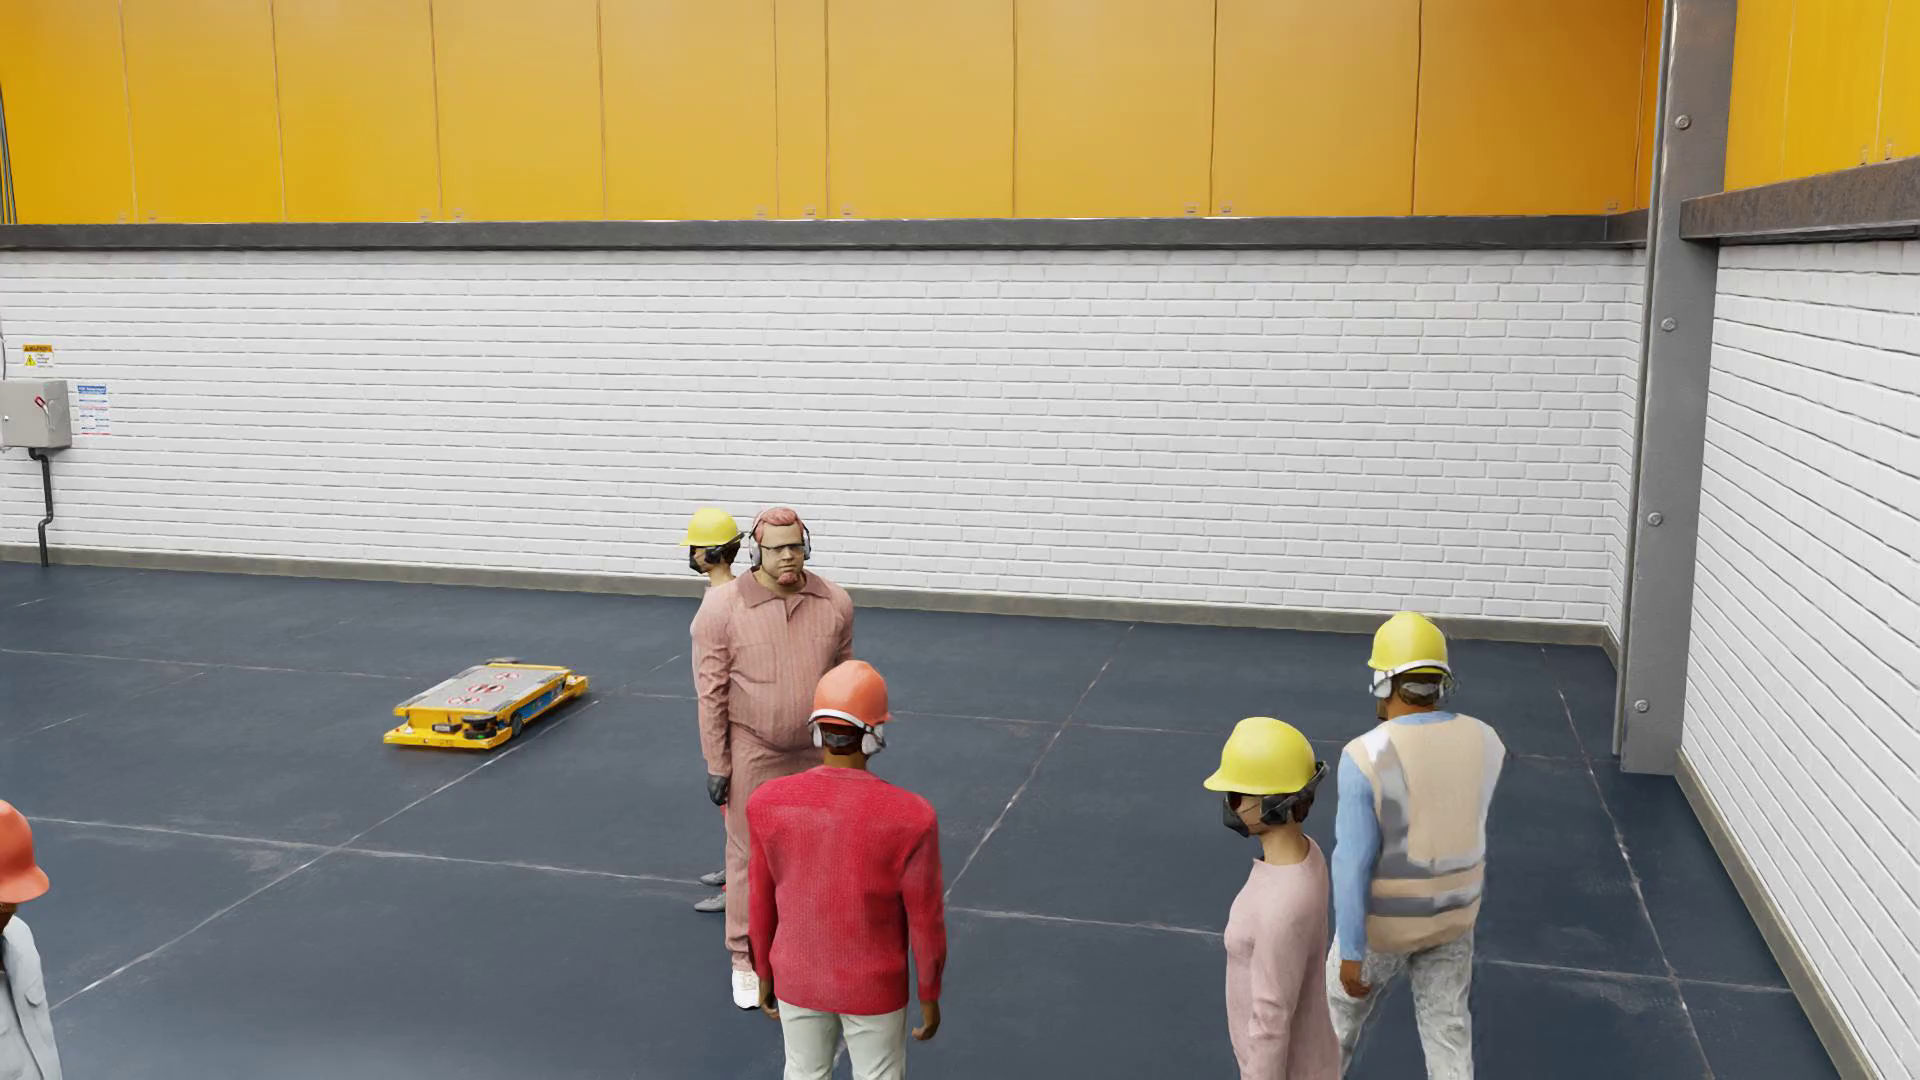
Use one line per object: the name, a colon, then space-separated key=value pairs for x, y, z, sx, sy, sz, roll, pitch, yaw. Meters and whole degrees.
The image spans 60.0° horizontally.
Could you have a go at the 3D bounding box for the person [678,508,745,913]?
person: x=-1.051 y=0.735 z=7.253 sx=0.319 sy=1.767 sz=0.534 roll=0 pitch=10 yaw=-2

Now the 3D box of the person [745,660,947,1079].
person: x=-0.309 y=1.194 z=4.626 sx=0.574 sy=1.742 sz=0.356 roll=3 pitch=10 yaw=16

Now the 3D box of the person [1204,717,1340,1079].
person: x=0.742 y=1.288 z=4.015 sx=0.339 sy=1.762 sz=0.525 roll=2 pitch=10 yaw=14

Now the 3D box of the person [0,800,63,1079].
person: x=-2.034 y=1.382 z=3.506 sx=0.337 sy=1.742 sz=0.561 roll=0 pitch=10 yaw=-3

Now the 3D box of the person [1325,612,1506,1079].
person: x=1.299 y=1.092 z=5.099 sx=0.599 sy=1.781 sz=0.901 roll=-3 pitch=10 yaw=-19

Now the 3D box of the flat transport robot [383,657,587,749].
flat transport robot: x=-2.874 y=0.982 z=10.195 sx=0.652 sy=0.197 sz=1.431 roll=2 pitch=10 yaw=10

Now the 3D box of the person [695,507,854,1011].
person: x=-0.673 y=0.817 z=6.358 sx=0.641 sy=1.908 sz=0.407 roll=-5 pitch=11 yaw=-27
